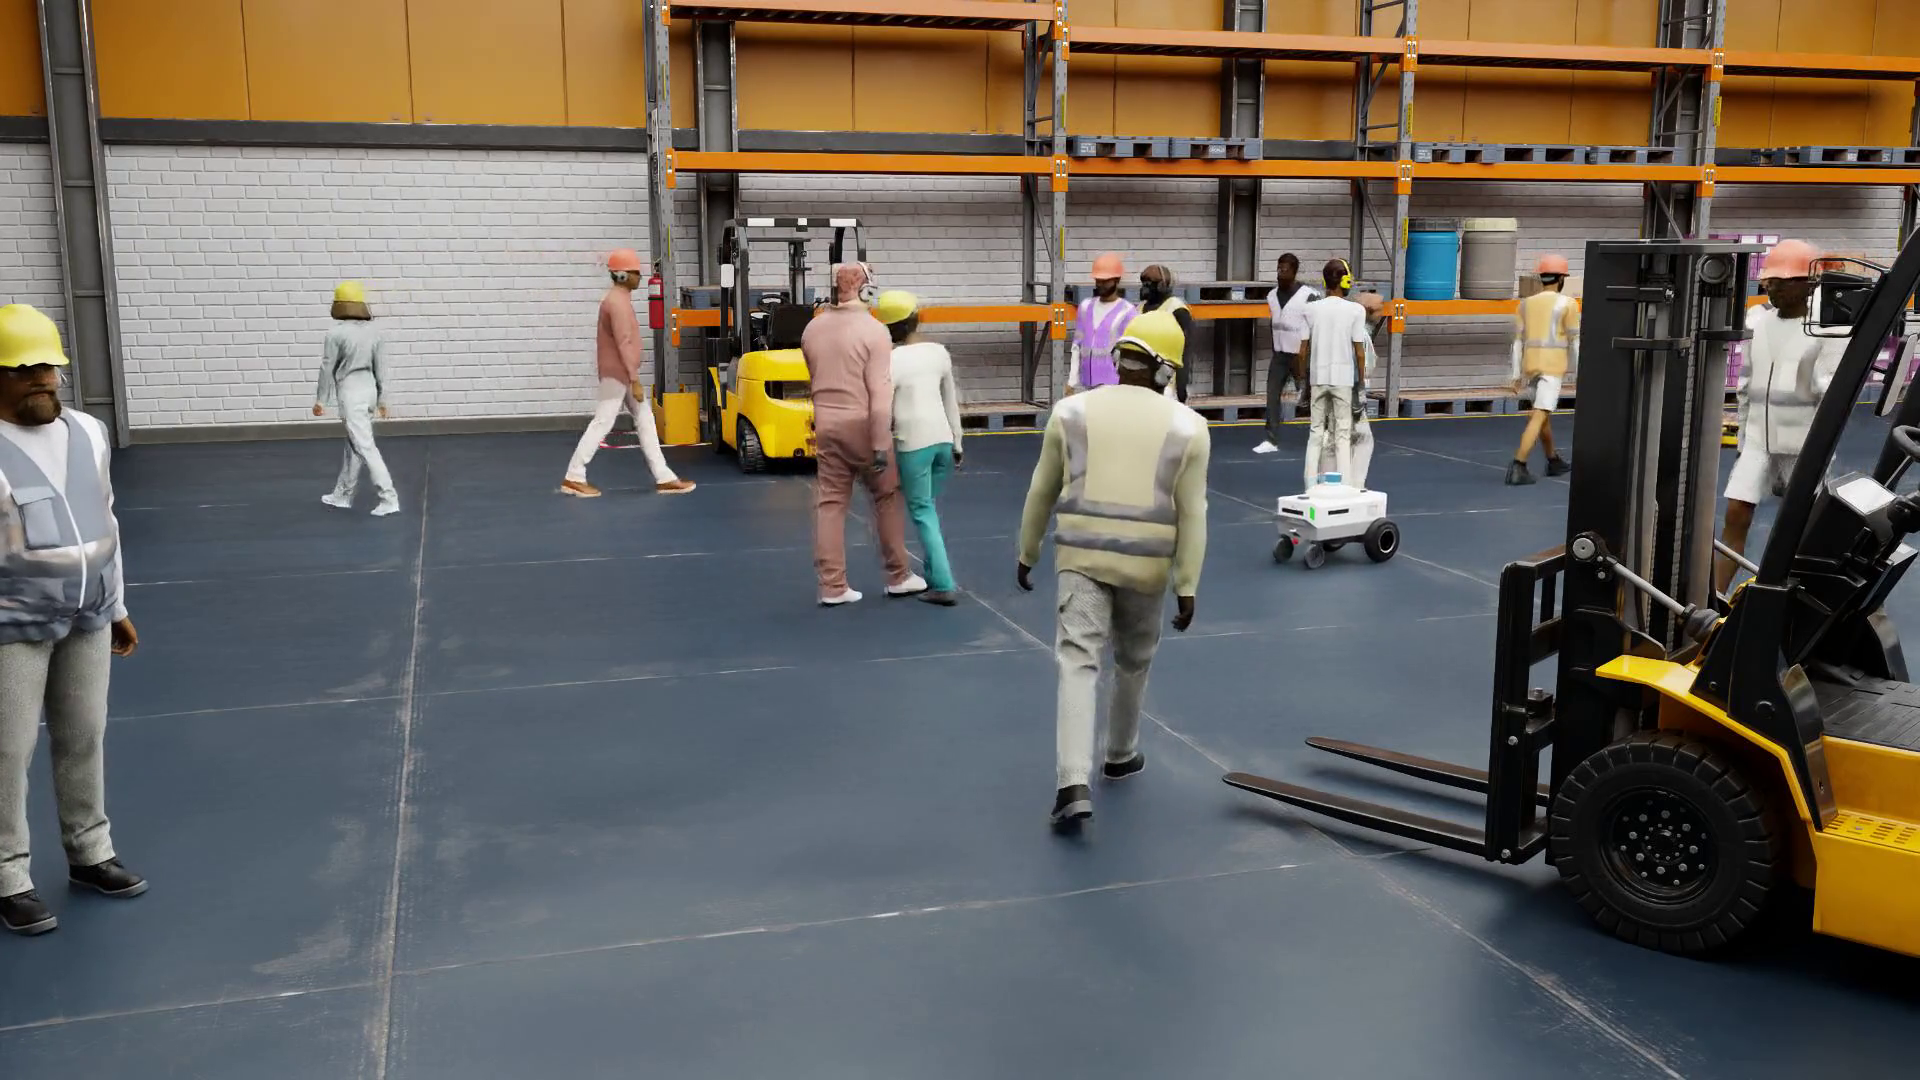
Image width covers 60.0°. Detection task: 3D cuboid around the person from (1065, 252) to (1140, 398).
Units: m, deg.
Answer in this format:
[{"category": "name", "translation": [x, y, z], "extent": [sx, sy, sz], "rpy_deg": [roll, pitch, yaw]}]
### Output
[{"category": "person", "translation": [1.110, -1.211, 12.565], "extent": [0.567, 1.913, 0.851], "rpy_deg": [10, 14, 43]}]

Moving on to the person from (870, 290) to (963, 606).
[{"category": "person", "translation": [-0.258, -0.502, 9.153], "extent": [0.568, 1.724, 0.558], "rpy_deg": [10, 14, 43]}]

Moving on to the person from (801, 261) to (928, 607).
[{"category": "person", "translation": [-0.510, -0.588, 9.221], "extent": [0.650, 1.882, 0.772], "rpy_deg": [8, 13, 36]}]

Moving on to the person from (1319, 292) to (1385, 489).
[{"category": "person", "translation": [2.942, -1.036, 12.412], "extent": [0.485, 1.607, 0.514], "rpy_deg": [2, 11, 10]}]

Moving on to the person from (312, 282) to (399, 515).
[{"category": "person", "translation": [-4.439, -1.038, 12.203], "extent": [0.904, 1.697, 0.489], "rpy_deg": [5, 11, 25]}]

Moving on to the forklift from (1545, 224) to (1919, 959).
[{"category": "forklift", "translation": [2.909, 0.117, 4.508], "extent": [2.313, 2.155, 1.214], "rpy_deg": [9, 14, 40]}]

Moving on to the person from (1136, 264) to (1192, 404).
[{"category": "person", "translation": [1.613, -1.276, 13.213], "extent": [0.867, 1.816, 0.636], "rpy_deg": [-6, 12, -29]}]

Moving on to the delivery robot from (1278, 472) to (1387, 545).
[{"category": "delivery robot", "translation": [2.322, -0.180, 10.377], "extent": [0.707, 0.478, 0.477], "rpy_deg": [-7, 12, -33]}]

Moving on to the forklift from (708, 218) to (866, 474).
[{"category": "forklift", "translation": [-1.522, -1.778, 14.899], "extent": [1.214, 2.155, 2.313], "rpy_deg": [-3, 11, -17]}]

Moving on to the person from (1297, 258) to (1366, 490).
[{"category": "person", "translation": [2.728, -1.121, 12.201], "extent": [0.521, 1.865, 0.319], "rpy_deg": [6, 12, 31]}]

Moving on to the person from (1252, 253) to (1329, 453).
[{"category": "person", "translation": [3.197, -1.779, 15.779], "extent": [0.958, 1.878, 0.592], "rpy_deg": [-8, 13, -37]}]

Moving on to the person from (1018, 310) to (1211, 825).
[{"category": "person", "translation": [0.524, 0.092, 5.822], "extent": [0.680, 1.775, 0.910], "rpy_deg": [2, 10, 9]}]

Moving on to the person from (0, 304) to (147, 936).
[{"category": "person", "translation": [-2.709, 0.225, 4.913], "extent": [0.404, 1.829, 0.600], "rpy_deg": [5, 11, 25]}]

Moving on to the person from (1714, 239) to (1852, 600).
[{"category": "person", "translation": [4.036, -0.479, 8.312], "extent": [1.006, 1.996, 0.638], "rpy_deg": [-6, 12, -28]}]

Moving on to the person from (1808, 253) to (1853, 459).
[{"category": "person", "translation": [7.858, -1.669, 15.190], "extent": [0.576, 1.876, 0.340], "rpy_deg": [9, 14, 41]}]

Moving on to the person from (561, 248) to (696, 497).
[{"category": "person", "translation": [-2.648, -1.290, 12.946], "extent": [1.045, 1.943, 0.629], "rpy_deg": [-1, 10, -5]}]

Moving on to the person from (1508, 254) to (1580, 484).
[{"category": "person", "translation": [4.855, -1.408, 13.749], "extent": [1.013, 1.885, 0.562], "rpy_deg": [-7, 12, -32]}]

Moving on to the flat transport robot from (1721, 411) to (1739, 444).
[{"category": "flat transport robot", "translation": [7.687, -1.134, 16.644], "extent": [0.652, 0.197, 1.431], "rpy_deg": [9, 14, 40]}]

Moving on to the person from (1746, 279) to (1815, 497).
[{"category": "person", "translation": [6.362, -1.236, 12.956], "extent": [0.520, 1.827, 0.787], "rpy_deg": [3, 11, 18]}]
